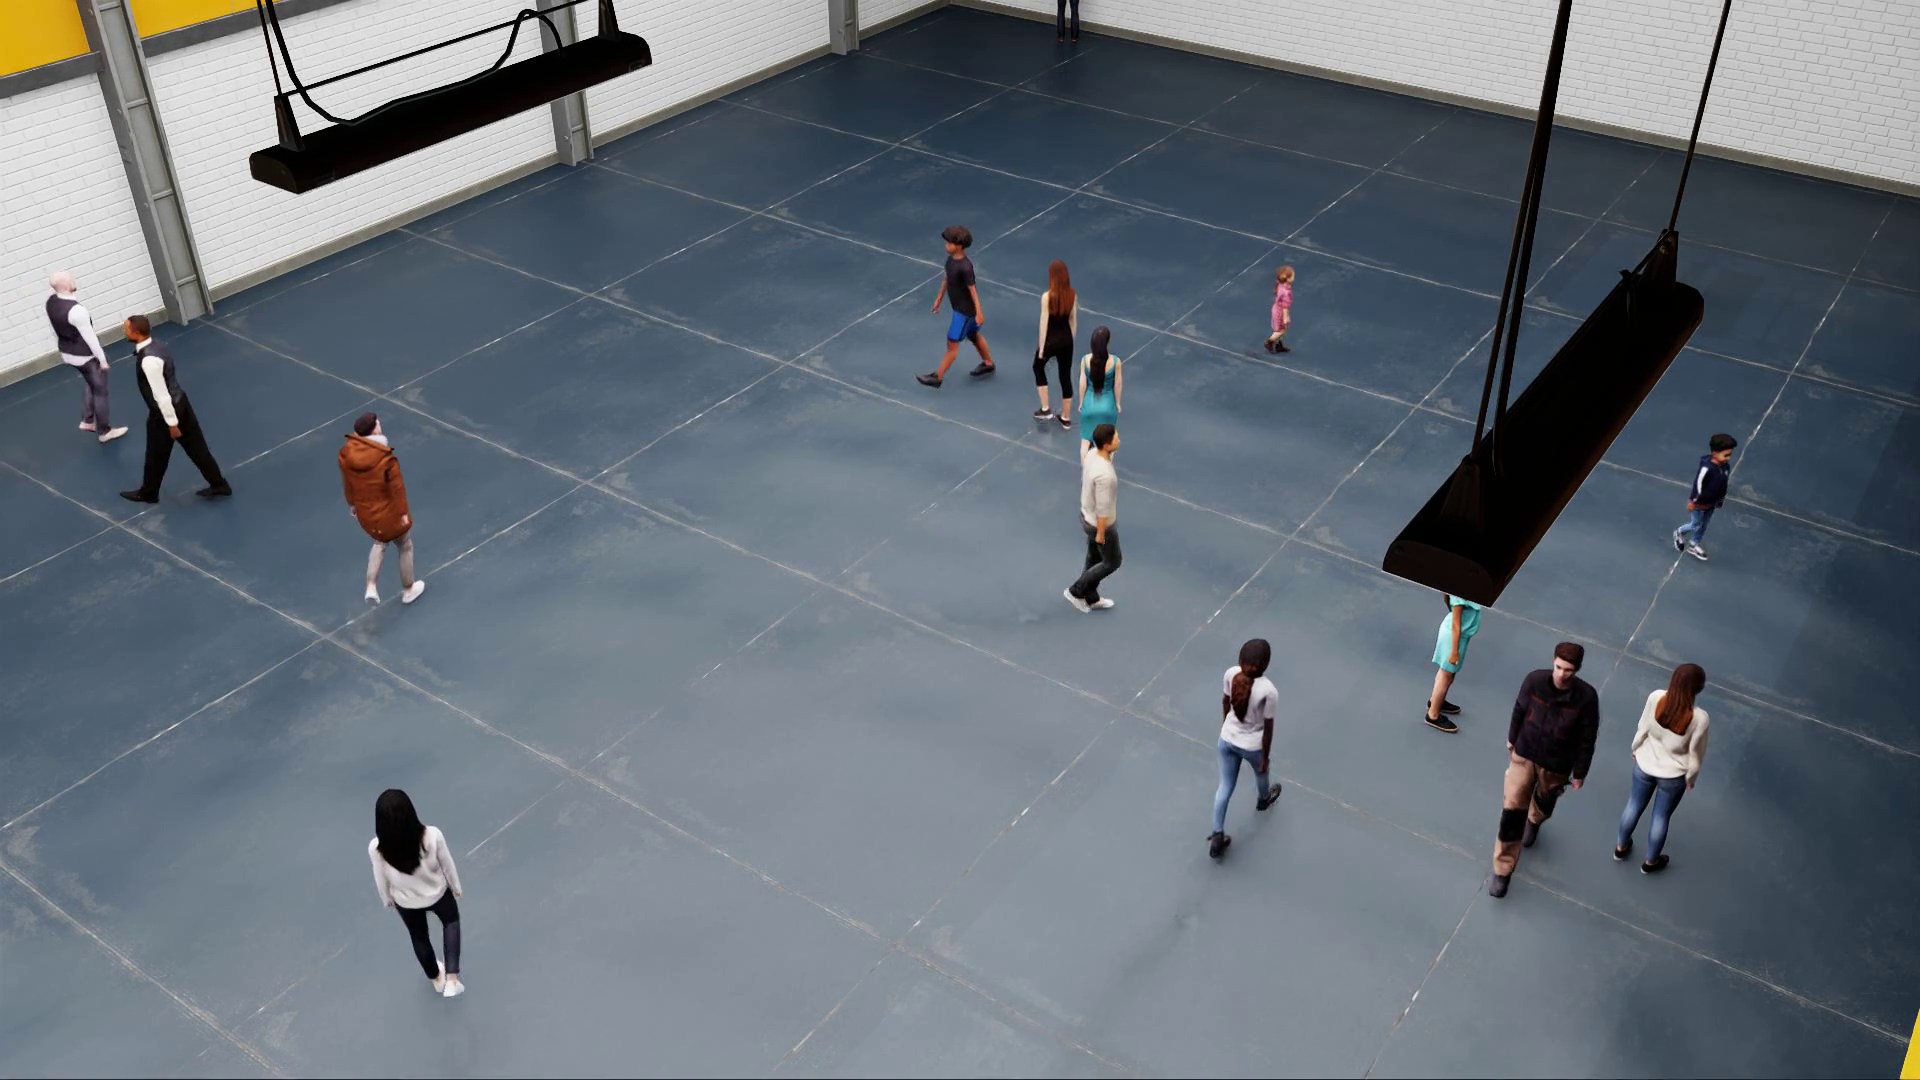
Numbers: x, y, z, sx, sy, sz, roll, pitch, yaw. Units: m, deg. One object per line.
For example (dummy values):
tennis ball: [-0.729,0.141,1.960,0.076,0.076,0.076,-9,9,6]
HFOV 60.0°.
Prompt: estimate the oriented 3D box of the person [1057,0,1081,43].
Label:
person: [1.779,-9.070,27.114,0.737,1.820,0.743,2,34,4]

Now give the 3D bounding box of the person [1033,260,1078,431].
person: [0.972,-1.897,16.429,0.747,1.703,0.805,-15,36,-21]

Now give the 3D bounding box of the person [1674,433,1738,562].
person: [6.531,-0.405,14.621,0.644,1.219,0.710,-14,36,-20]

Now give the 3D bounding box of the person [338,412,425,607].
person: [-4.821,-0.188,13.748,0.869,1.823,0.960,7,34,10]

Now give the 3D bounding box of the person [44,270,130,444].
person: [-8.542,-1.722,16.075,0.729,1.802,0.717,17,37,23]

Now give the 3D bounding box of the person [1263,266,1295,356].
person: [3.429,-2.466,17.902,0.631,1.019,0.576,-2,34,-4]

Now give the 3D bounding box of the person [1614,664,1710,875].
person: [4.764,1.541,11.269,0.628,1.689,0.669,-27,42,-34]

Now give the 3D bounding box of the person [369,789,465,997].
person: [-3.311,2.231,10.225,0.816,1.695,0.877,-9,35,-14]

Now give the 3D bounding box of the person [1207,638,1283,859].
person: [1.904,1.453,11.405,0.634,1.684,1.084,24,40,31]

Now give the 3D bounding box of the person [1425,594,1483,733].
person: [3.754,0.734,12.601,0.661,1.557,0.547,12,35,17]

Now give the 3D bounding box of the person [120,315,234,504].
person: [-7.115,-1.170,15.182,1.269,1.873,1.213,-5,34,-8]

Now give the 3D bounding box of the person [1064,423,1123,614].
person: [1.056,-0.164,13.733,0.878,1.800,0.818,-6,34,-9]

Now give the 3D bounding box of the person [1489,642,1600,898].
person: [3.977,1.441,11.248,0.819,1.878,1.244,17,37,23]

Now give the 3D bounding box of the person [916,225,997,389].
person: [0.119,-2.396,17.150,1.239,1.736,1.075,-11,35,-17]

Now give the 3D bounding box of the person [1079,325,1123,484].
person: [1.288,-1.228,15.434,0.611,1.690,0.618,4,34,7]
